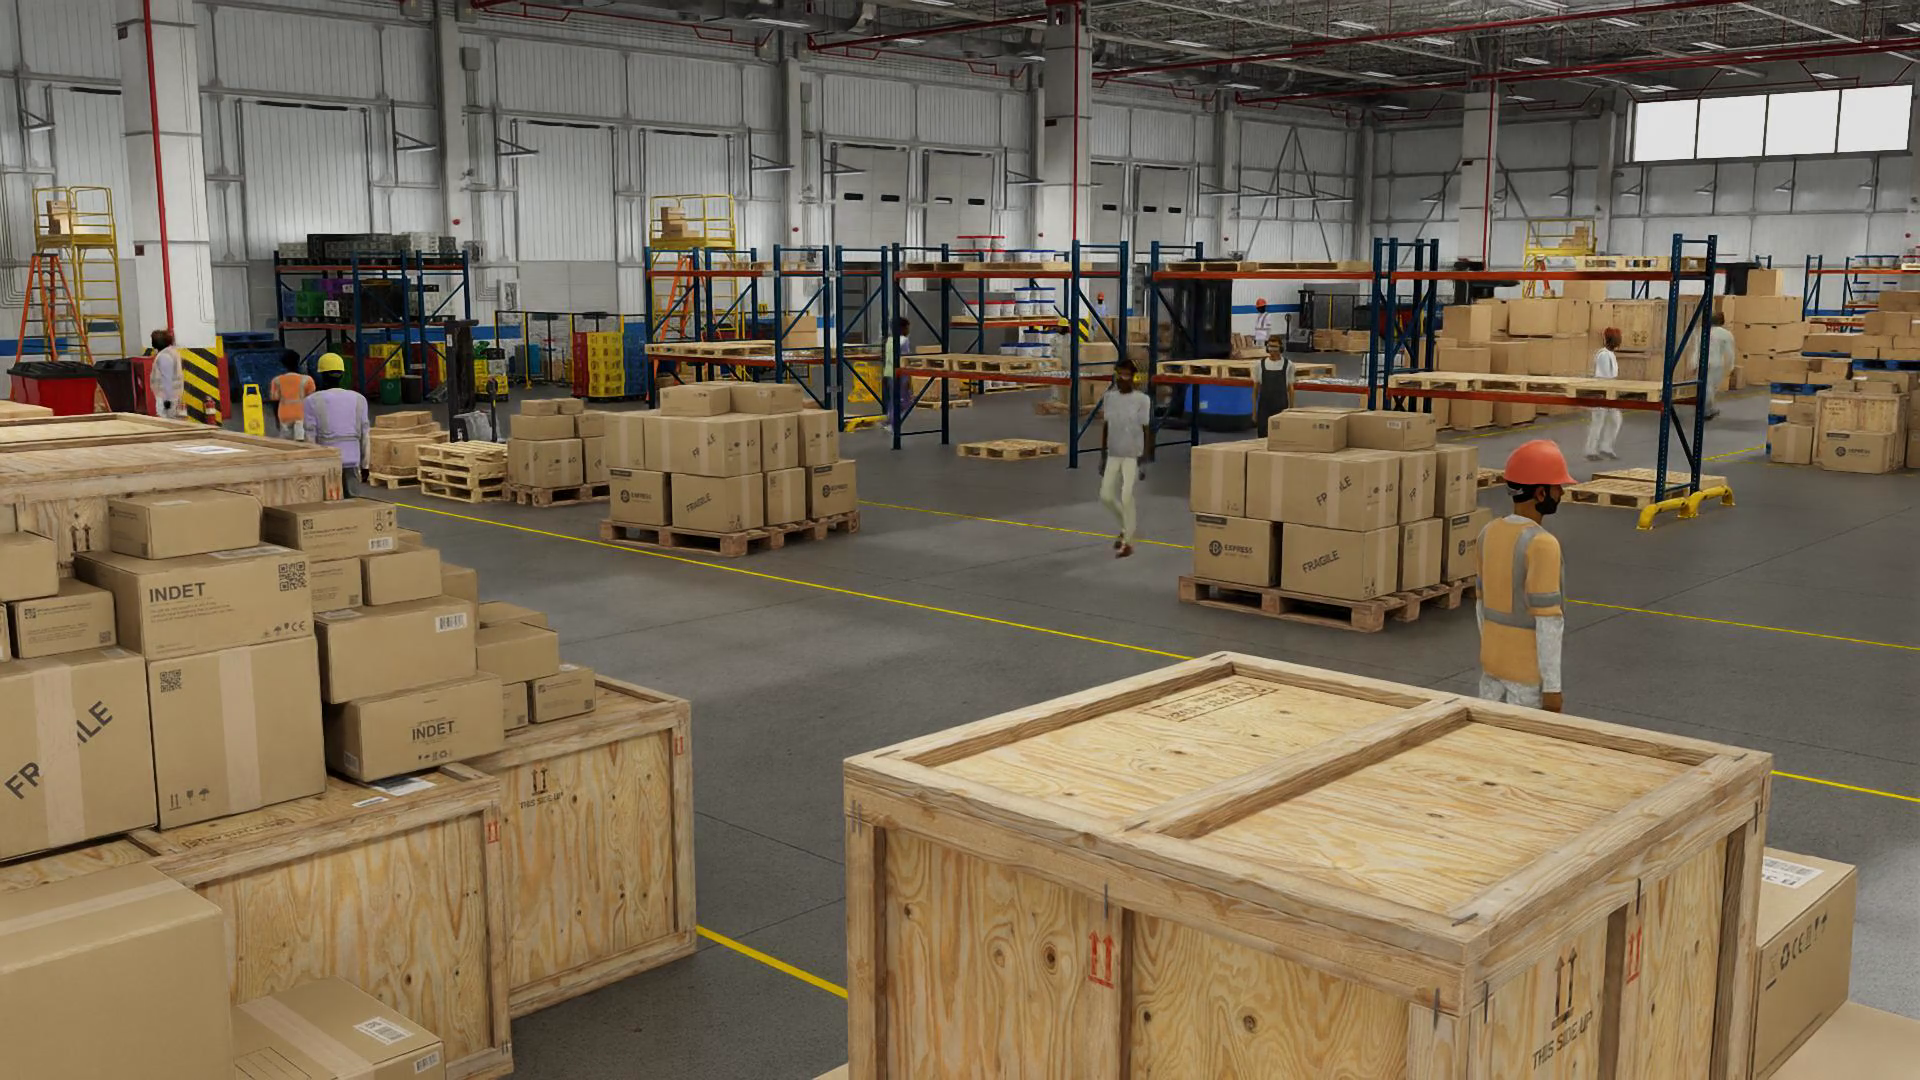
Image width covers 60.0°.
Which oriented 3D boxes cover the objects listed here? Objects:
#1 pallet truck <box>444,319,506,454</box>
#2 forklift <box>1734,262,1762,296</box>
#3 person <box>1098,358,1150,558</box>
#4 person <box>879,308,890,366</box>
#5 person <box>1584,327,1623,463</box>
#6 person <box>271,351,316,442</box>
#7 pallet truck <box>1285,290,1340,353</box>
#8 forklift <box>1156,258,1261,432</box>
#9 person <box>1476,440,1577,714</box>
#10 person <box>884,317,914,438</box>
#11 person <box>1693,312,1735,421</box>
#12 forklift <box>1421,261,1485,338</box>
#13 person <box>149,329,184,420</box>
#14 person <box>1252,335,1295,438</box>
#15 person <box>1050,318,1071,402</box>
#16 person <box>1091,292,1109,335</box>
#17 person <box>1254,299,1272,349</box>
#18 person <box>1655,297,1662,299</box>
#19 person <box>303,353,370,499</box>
[{"bbox_3d":[-6.981,-1.942,22.150,1.885,1.965,0.823,1,9,9],"label":"pallet truck"},{"bbox_3d":[20.933,-6.000,44.334,1.873,2.768,1.129,9,13,43],"label":"forklift"},{"bbox_3d":[1.505,-0.757,15.338,0.542,1.852,0.416,7,11,35],"label":"person"},{"bbox_3d":[-2.000,-5.350,44.173,0.321,1.632,0.525,1,9,4],"label":"person"},{"bbox_3d":[8.871,-1.969,22.742,0.607,1.862,0.587,7,11,36],"label":"person"},{"bbox_3d":[-8.192,-1.504,20.534,0.542,1.646,0.893,0,9,-1],"label":"person"},{"bbox_3d":[11.297,-6.951,52.861,1.885,1.965,0.823,-5,11,-29],"label":"pallet truck"},{"bbox_3d":[4.136,-3.244,27.436,1.873,2.768,1.129,9,13,43],"label":"forklift"},{"bbox_3d":[2.418,0.538,7.128,0.356,1.938,0.543,-2,10,-13],"label":"person"},{"bbox_3d":[-0.981,-2.533,26.067,0.419,1.900,0.688,-6,11,-33],"label":"person"},{"bbox_3d":[13.270,-3.035,29.160,0.959,1.893,0.659,-7,11,-36],"label":"person"},{"bbox_3d":[11.830,-5.104,38.837,1.873,2.768,1.129,9,13,43],"label":"forklift"},{"bbox_3d":[-10.984,-2.023,23.168,0.558,1.824,0.640,-2,9,-12],"label":"person"},{"bbox_3d":[3.893,-1.627,20.686,0.511,1.844,0.328,2,10,14],"label":"person"},{"bbox_3d":[1.942,-3.340,31.518,0.484,1.739,0.319,-2,9,-12],"label":"person"},{"bbox_3d":[4.340,-6.696,51.513,0.544,1.930,0.388,1,9,4],"label":"person"},{"bbox_3d":[7.407,-4.965,40.900,0.373,1.928,0.543,-4,10,-25],"label":"person"},{"bbox_3d":[18.180,-5.370,43.358,0.630,1.936,0.369,-6,11,-33],"label":"person"},{"bbox_3d":[-5.509,-0.688,14.704,0.401,1.922,0.593,8,12,42],"label":"person"}]
